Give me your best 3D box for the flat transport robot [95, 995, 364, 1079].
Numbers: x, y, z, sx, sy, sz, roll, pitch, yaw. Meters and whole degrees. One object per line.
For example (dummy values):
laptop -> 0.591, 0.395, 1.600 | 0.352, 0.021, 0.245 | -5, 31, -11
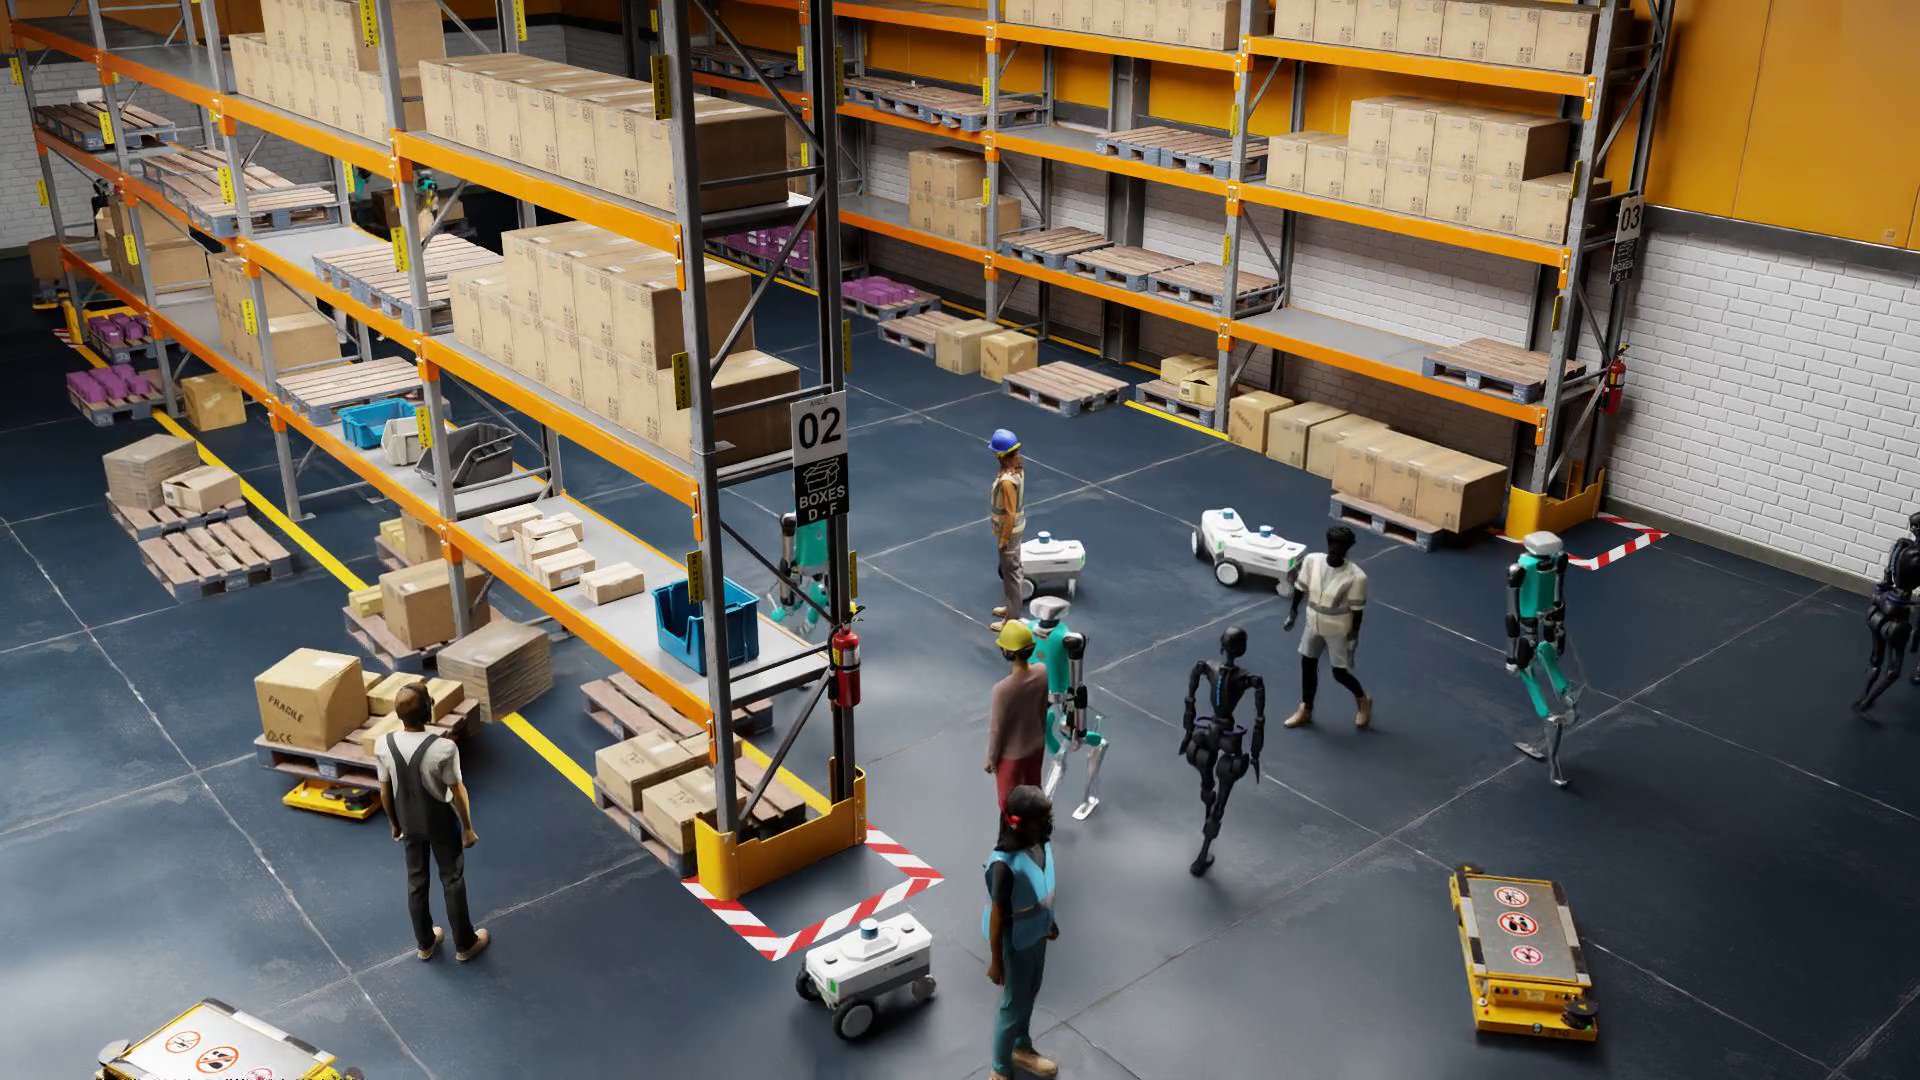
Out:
flat transport robot -> -3.907, 2.899, 8.930 | 1.431, 0.231, 0.659 | 13, 26, 27

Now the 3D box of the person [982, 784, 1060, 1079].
person -> 0.320, 2.100, 8.767 | 0.385, 1.862, 0.557 | 13, 26, 27

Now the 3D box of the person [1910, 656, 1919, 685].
person -> 7.808, 0.269, 12.939 | 0.546, 1.926, 0.388 | 13, 27, 28

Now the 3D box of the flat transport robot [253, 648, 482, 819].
flat transport robot -> -4.185, 1.543, 12.071 | 0.659, 0.231, 1.431 | 7, 24, 16

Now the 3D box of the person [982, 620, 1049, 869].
person -> 0.360, 1.330, 10.685 | 0.333, 1.764, 0.525 | 19, 30, 37

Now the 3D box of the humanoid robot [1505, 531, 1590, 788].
humanoid robot -> 4.235, 0.914, 11.785 | 0.553, 1.866, 0.824 | -12, 26, -26

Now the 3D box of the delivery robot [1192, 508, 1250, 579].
delivery robot -> 2.450, -0.002, 15.273 | 0.499, 0.583, 0.759 | -2, 23, -4

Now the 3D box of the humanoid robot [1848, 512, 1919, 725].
humanoid robot -> 7.021, 0.566, 12.565 | 0.456, 1.647, 0.600 | 0, 23, 0

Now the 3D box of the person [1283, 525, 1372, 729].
person -> 2.772, 0.629, 12.394 | 0.569, 1.697, 0.618 | -20, 30, -38

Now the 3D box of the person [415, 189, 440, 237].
person -> -7.144, -3.834, 22.571 | 0.981, 1.811, 0.614 | -8, 25, -18

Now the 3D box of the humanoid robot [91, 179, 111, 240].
humanoid robot -> -12.278, -4.439, 24.159 | 0.609, 1.640, 0.392 | 6, 24, 13

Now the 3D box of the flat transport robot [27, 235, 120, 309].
flat transport robot -> -12.478, -3.537, 23.833 | 1.431, 0.231, 0.659 | -10, 25, -22

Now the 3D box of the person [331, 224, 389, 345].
person -> -7.919, -3.447, 21.591 | 0.870, 1.875, 0.648 | 5, 24, 11

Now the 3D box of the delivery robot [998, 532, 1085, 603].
delivery robot -> 0.705, 0.233, 14.769 | 0.785, 0.614, 0.510 | -3, 24, -8

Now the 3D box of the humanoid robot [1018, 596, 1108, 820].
humanoid robot -> 0.740, 1.137, 11.194 | 0.557, 1.781, 0.886 | 18, 29, 35

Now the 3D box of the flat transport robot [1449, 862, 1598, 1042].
flat transport robot -> 3.355, 2.445, 9.981 | 0.659, 0.231, 1.431 | 4, 24, 8

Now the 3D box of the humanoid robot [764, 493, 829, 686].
humanoid robot -> -1.258, 0.398, 13.019 | 0.547, 1.903, 0.716 | -16, 28, -32

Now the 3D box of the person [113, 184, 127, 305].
person -> -11.648, -4.177, 23.467 | 0.491, 1.730, 0.618 | 7, 24, 16

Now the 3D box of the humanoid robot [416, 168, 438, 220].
humanoid robot -> -7.899, -4.473, 24.210 | 0.727, 1.826, 0.543 | -16, 28, -32

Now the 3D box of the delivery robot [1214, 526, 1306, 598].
delivery robot -> 2.707, 0.157, 14.902 | 0.768, 0.581, 0.499 | 14, 27, 30

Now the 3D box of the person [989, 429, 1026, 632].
person -> 0.387, -0.082, 13.931 | 0.321, 1.775, 0.471 | 3, 24, 7

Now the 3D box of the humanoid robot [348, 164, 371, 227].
humanoid robot -> -10.313, -6.148, 28.080 | 0.530, 1.807, 0.796 | 7, 24, 17

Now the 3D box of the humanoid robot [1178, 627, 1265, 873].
humanoid robot -> 1.708, 1.317, 10.850 | 0.590, 1.624, 0.718 | 13, 27, 28

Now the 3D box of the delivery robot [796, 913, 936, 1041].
delivery robot -> -0.527, 2.456, 9.580 | 0.773, 0.582, 0.499 | -15, 27, -31

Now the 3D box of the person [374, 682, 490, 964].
person -> -3.112, 1.671, 9.786 | 0.510, 1.844, 0.336 | 3, 23, 6
